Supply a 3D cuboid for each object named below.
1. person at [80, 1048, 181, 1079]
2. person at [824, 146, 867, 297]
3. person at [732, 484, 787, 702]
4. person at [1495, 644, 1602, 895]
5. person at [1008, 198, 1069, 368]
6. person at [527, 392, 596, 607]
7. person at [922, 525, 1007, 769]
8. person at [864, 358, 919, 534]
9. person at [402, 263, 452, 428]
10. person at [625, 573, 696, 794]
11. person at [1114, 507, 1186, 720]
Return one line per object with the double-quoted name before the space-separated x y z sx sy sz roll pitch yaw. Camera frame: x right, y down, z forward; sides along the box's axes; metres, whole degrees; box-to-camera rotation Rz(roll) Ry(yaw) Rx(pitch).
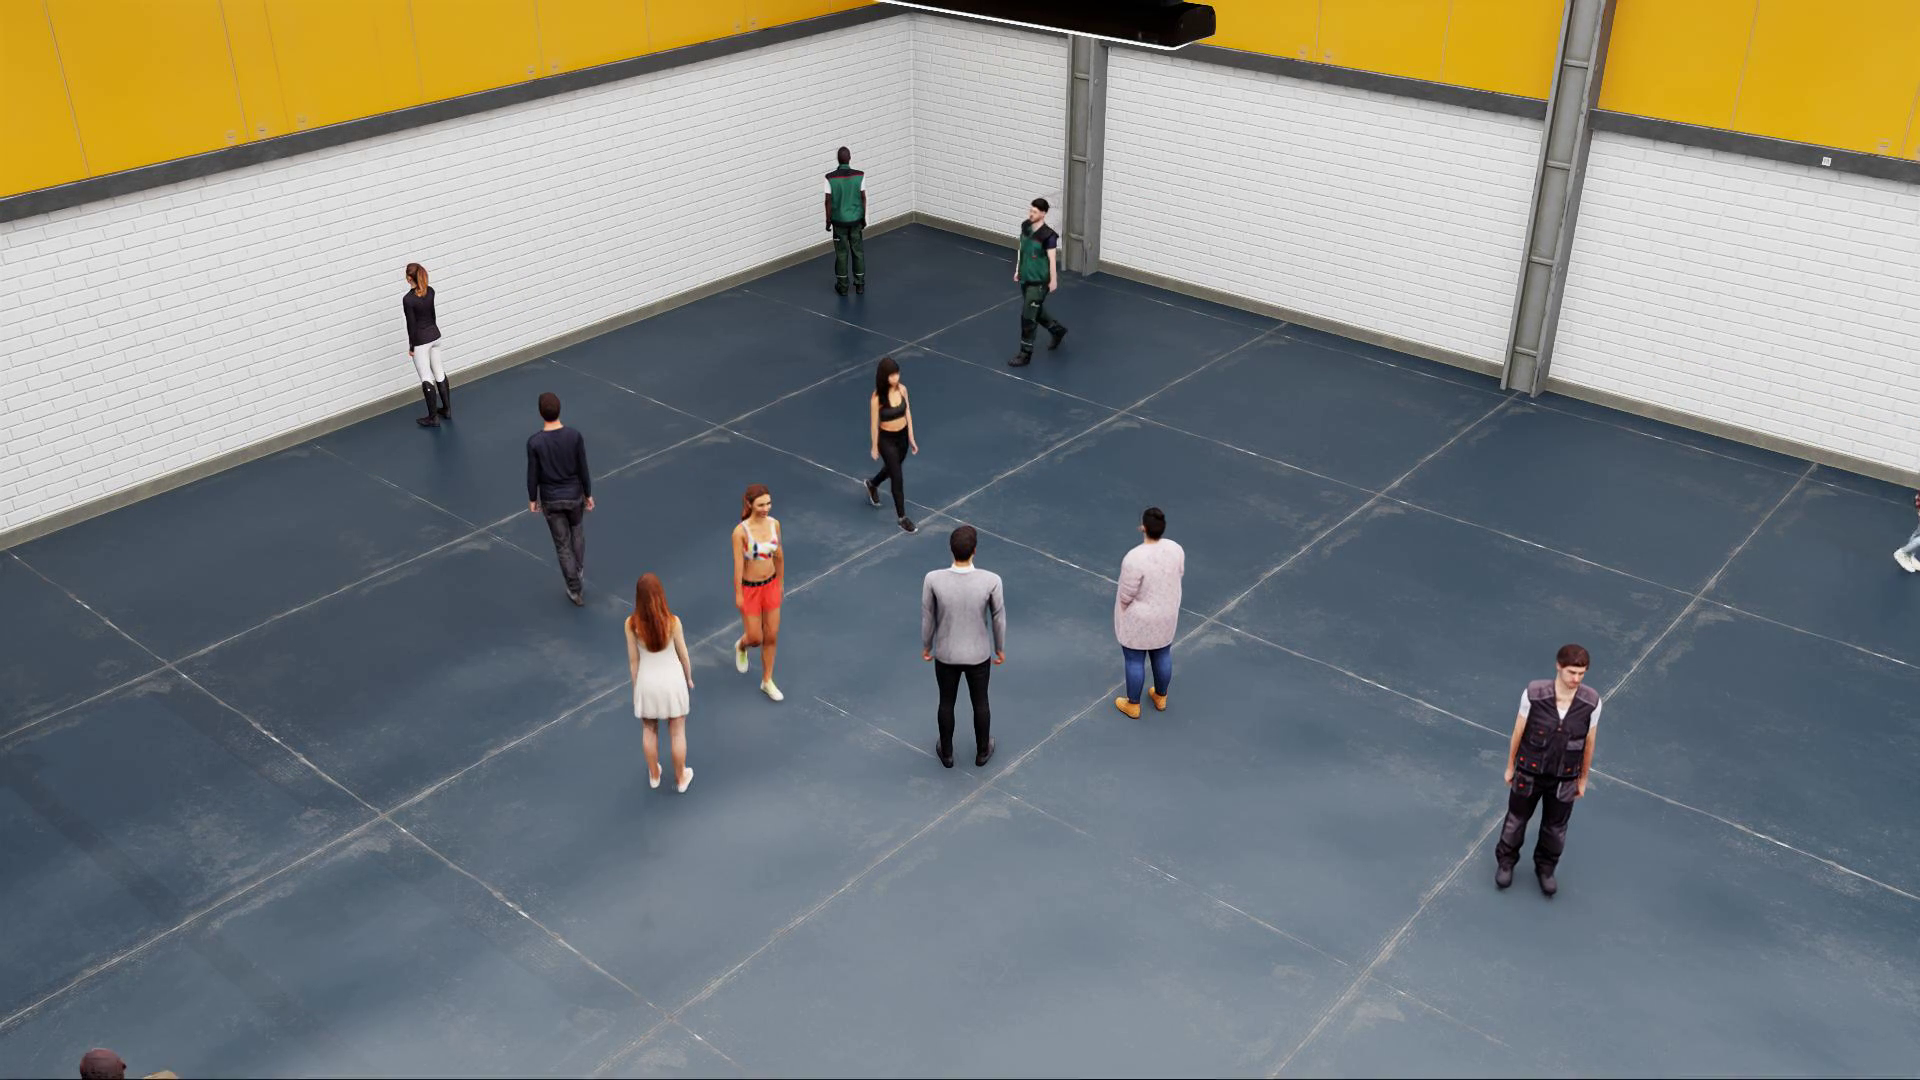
"person" -3.657 3.052 7.644 0.724 1.814 0.738 21 35 33
"person" -1.388 -3.906 20.375 0.786 1.838 0.814 -7 29 -13
"person" -1.568 0.362 12.613 0.702 1.778 0.877 -18 33 -30
"person" 3.730 1.443 10.564 0.688 1.843 0.807 7 29 13
"person" 0.901 -2.896 18.487 0.951 1.873 1.175 -18 33 -30
"person" -3.257 -0.296 13.743 0.845 1.852 0.981 -15 32 -25
"person" 0.017 0.762 11.729 0.807 1.922 0.898 0 29 1
"person" -0.655 -0.916 15.124 0.651 1.618 1.097 -23 36 -36
"person" -5.470 -2.005 17.004 0.631 1.729 0.627 12 31 21
"person" -2.068 1.000 11.515 0.655 1.710 0.728 0 29 1
"person" 1.404 0.523 12.354 0.782 1.744 0.779 -12 31 -21
